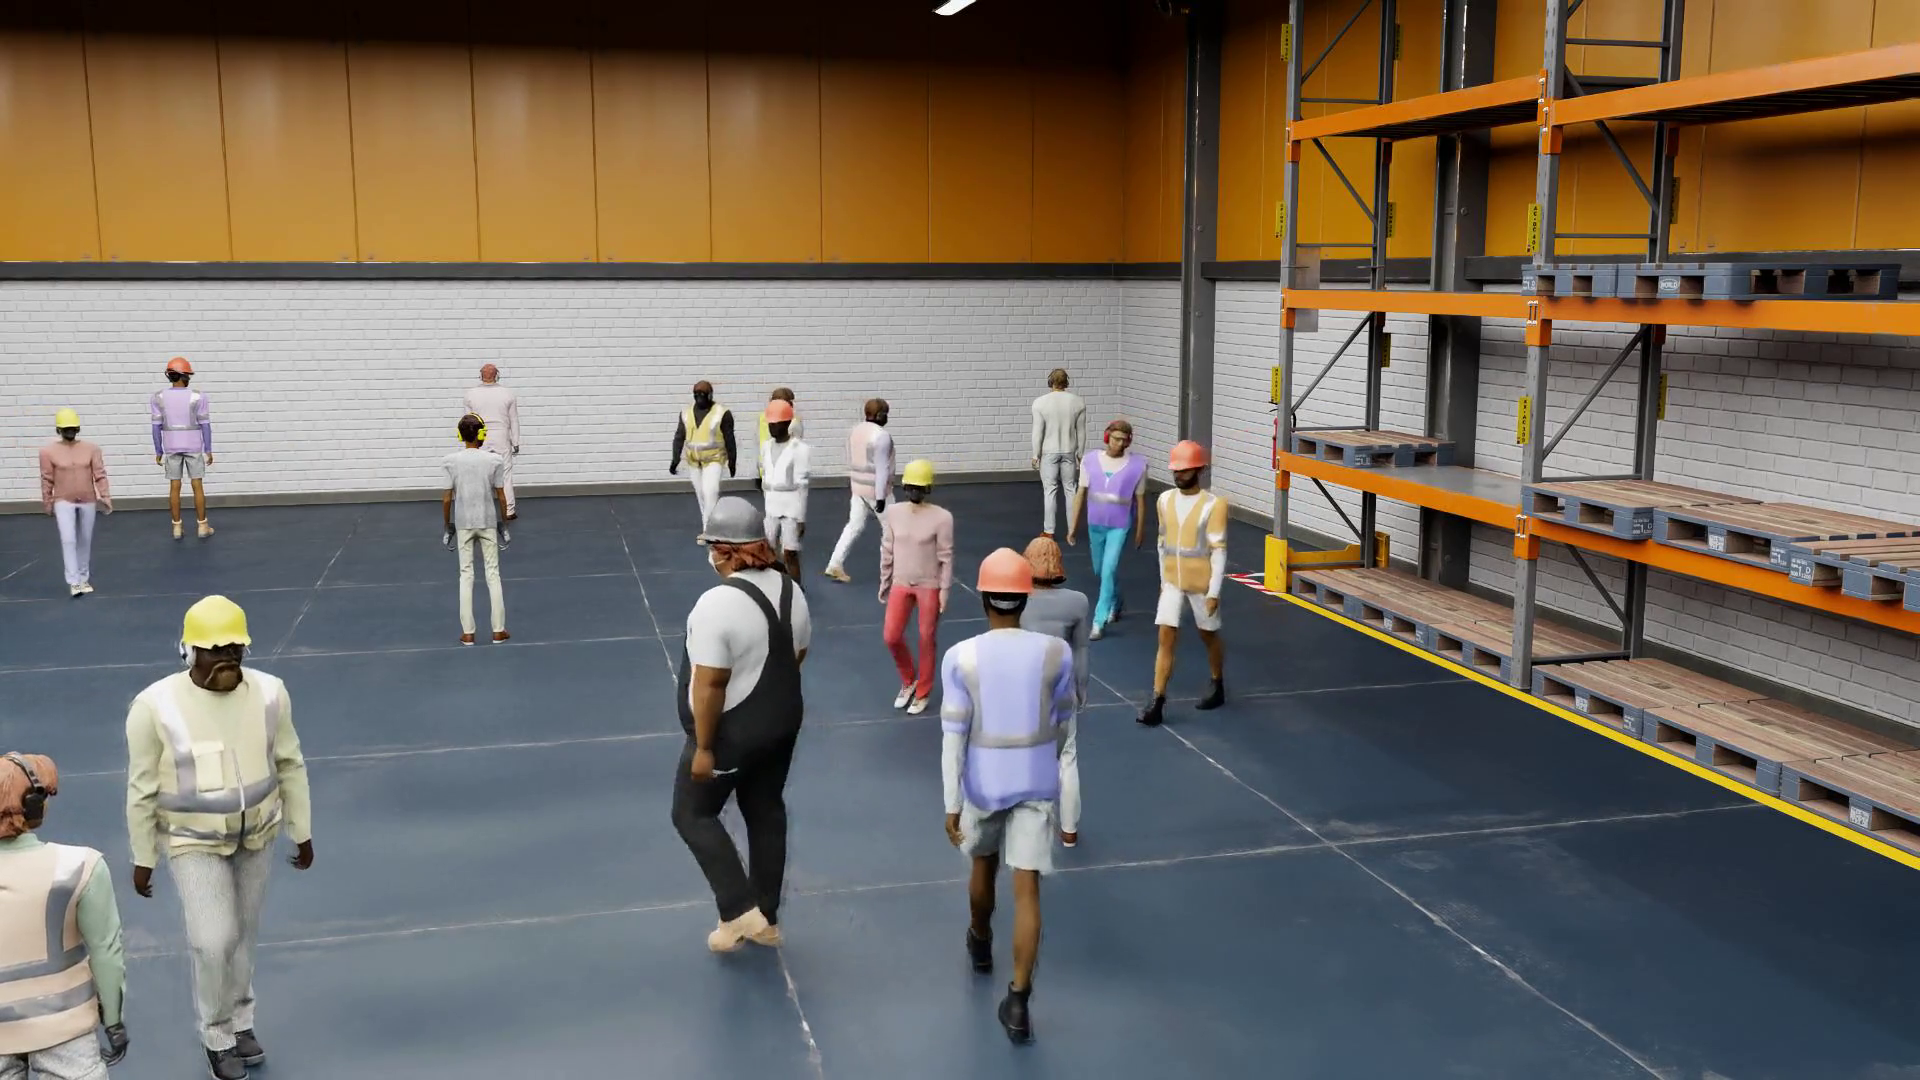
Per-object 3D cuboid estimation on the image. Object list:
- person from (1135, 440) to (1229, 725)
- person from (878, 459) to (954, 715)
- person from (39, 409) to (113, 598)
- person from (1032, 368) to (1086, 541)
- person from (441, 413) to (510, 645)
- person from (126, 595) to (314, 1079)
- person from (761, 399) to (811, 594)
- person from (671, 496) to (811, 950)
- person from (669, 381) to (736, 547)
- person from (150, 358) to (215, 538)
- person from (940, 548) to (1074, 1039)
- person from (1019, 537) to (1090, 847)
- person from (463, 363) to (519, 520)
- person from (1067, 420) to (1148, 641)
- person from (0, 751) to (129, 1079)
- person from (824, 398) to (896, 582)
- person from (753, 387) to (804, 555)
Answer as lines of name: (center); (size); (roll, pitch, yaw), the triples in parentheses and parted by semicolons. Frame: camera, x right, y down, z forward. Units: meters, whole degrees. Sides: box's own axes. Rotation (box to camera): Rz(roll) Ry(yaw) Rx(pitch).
person: (1.534, 0.270, 11.126); (0.563, 1.886, 0.986); (7, 12, 38)
person: (-0.308, 0.319, 11.212); (0.560, 1.747, 0.377); (4, 10, 22)
person: (-8.108, -0.327, 15.318); (0.534, 1.740, 0.809); (-9, 12, -43)
person: (1.097, -0.948, 18.556); (0.630, 1.938, 0.366); (-2, 9, -12)
person: (-3.900, -0.084, 13.402); (0.518, 1.862, 0.323); (-2, 9, -12)
person: (-2.673, 1.103, 6.127); (0.570, 1.812, 0.626); (8, 12, 40)
person: (-1.493, -0.244, 14.204); (0.542, 1.925, 0.465); (6, 11, 35)
person: (-0.973, 0.806, 7.291); (0.535, 2.000, 0.705); (6, 11, 32)
person: (-2.841, -0.833, 18.252); (0.654, 1.811, 0.804); (4, 10, 21)
person: (-8.772, -1.036, 18.792); (0.611, 2.038, 0.396); (-2, 9, -12)
person: (0.189, 0.973, 6.758); (0.538, 1.880, 0.973); (0, 9, -1)
person: (0.428, 0.796, 8.617); (0.503, 1.632, 0.274); (-2, 9, -12)
person: (-5.652, -1.179, 20.101); (0.644, 1.907, 0.400); (-2, 9, -12)
person: (1.266, -0.121, 13.840); (0.599, 1.798, 0.935); (4, 10, 24)
person: (-2.653, 1.415, 4.749); (0.517, 1.636, 0.314); (-2, 9, -12)
person: (-0.891, -0.479, 16.086); (0.959, 1.798, 0.628); (-8, 12, -39)
person: (-1.918, -0.684, 17.335); (0.637, 1.814, 0.867); (6, 11, 34)
